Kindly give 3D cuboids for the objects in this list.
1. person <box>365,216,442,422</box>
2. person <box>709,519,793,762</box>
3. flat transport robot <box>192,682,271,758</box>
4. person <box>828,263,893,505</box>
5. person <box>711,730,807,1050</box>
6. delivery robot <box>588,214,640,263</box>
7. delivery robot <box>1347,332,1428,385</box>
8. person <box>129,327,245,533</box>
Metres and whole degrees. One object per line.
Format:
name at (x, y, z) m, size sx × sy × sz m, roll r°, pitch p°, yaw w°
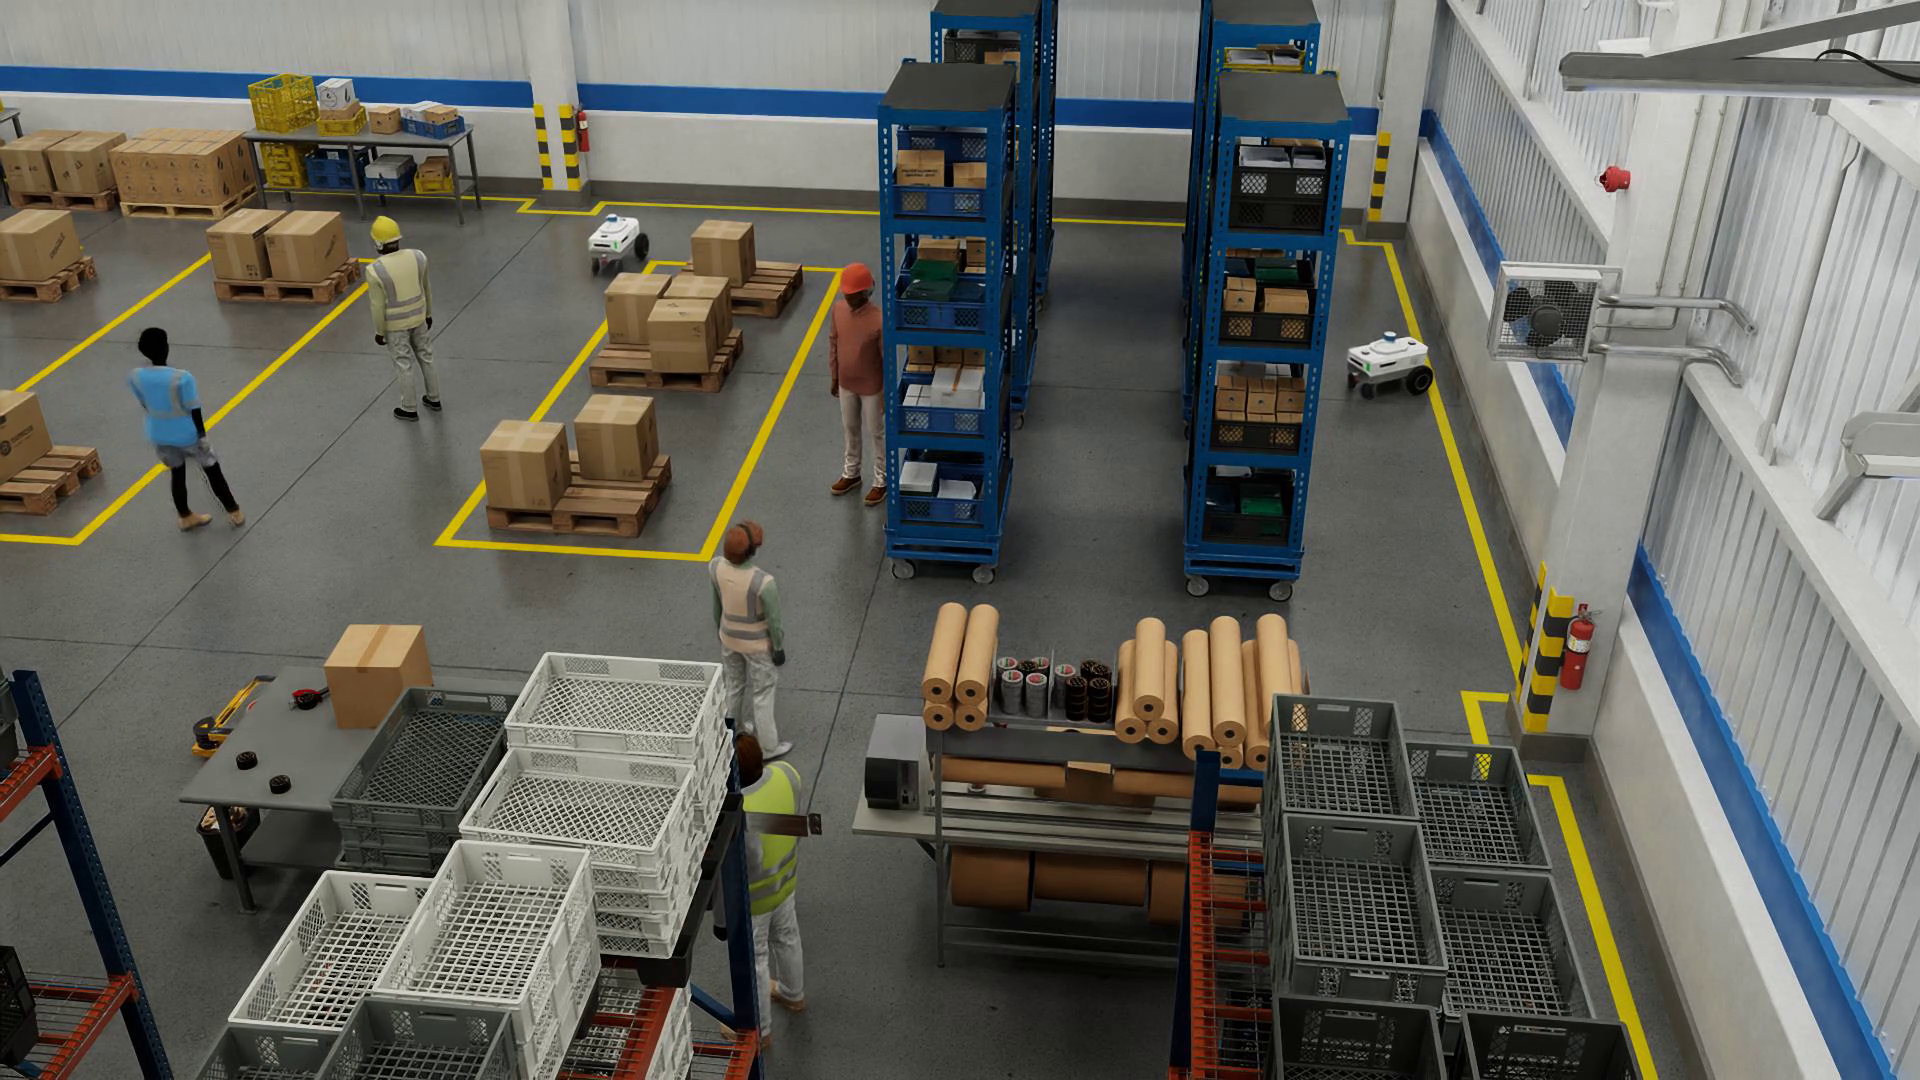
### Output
person at (-4.830, -1.922, 14.401) m, size 0.404 × 1.837 × 0.589 m, roll 21°, pitch 36°, yaw 32°
person at (-1.299, 0.620, 10.232) m, size 0.523 × 1.637 × 0.310 m, roll 17°, pitch 34°, yaw 27°
flat transport robot at (-4.089, 1.163, 10.648) m, size 1.431 × 0.197 × 0.652 m, roll 3°, pitch 30°, yaw 6°
person at (-0.783, -1.234, 13.067) m, size 0.620 × 1.991 × 0.388 m, roll 19°, pitch 35°, yaw 29°
person at (-1.017, 1.703, 8.185) m, size 0.430 × 1.837 × 0.629 m, roll 17°, pitch 34°, yaw 26°
delivery robot at (-3.714, -3.255, 17.867) m, size 0.477 × 0.478 × 0.707 m, roll 6°, pitch 31°, yaw 10°
delivery robot at (3.879, -1.649, 15.109) m, size 0.707 × 0.478 × 0.477 m, roll -13°, pitch 33°, yaw -21°
person at (-5.919, -0.815, 12.659) m, size 0.598 × 1.669 × 0.390 m, roll 5°, pitch 31°, yaw 8°
